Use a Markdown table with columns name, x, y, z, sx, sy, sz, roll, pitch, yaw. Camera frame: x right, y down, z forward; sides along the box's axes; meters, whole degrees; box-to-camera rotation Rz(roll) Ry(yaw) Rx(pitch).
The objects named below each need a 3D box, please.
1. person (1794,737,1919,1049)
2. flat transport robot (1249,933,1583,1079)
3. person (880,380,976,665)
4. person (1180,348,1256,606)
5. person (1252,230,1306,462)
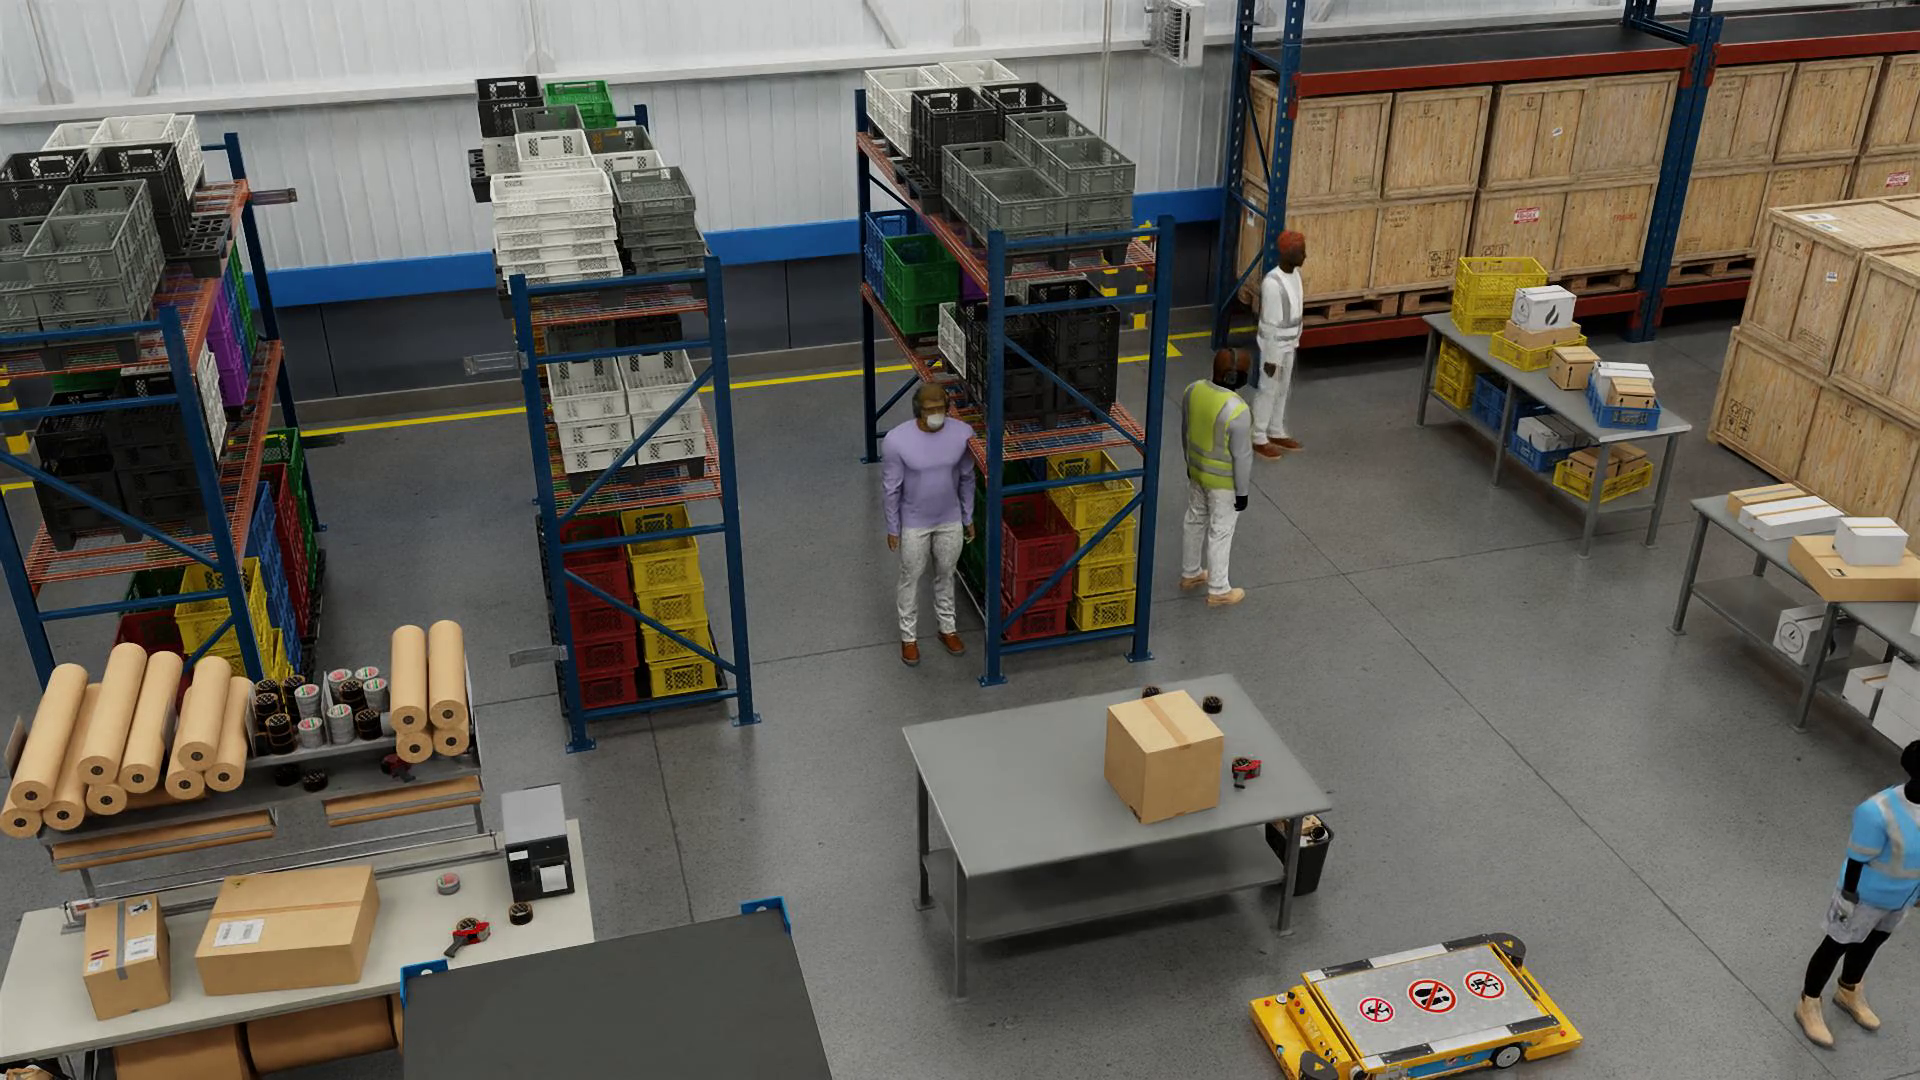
| name | x | y | z | sx | sy | sz | roll | pitch | yaw |
| --- | --- | --- | --- | --- | --- | --- | --- | --- | --- |
| person | 4.284 | 1.615 | 7.722 | 0.537 | 1.696 | 0.321 | -9 | 30 | -16 |
| flat transport robot | 2.184 | 2.282 | 7.980 | 1.431 | 0.197 | 0.652 | -8 | 30 | -14 |
| person | -0.187 | -0.118 | 10.630 | 0.630 | 1.940 | 0.372 | -10 | 30 | -18 |
| person | 1.762 | -0.439 | 11.318 | 0.428 | 1.837 | 0.631 | -16 | 33 | -27 |
| person | 2.567 | -1.554 | 13.306 | 0.375 | 1.881 | 0.586 | 18 | 34 | 29 |
